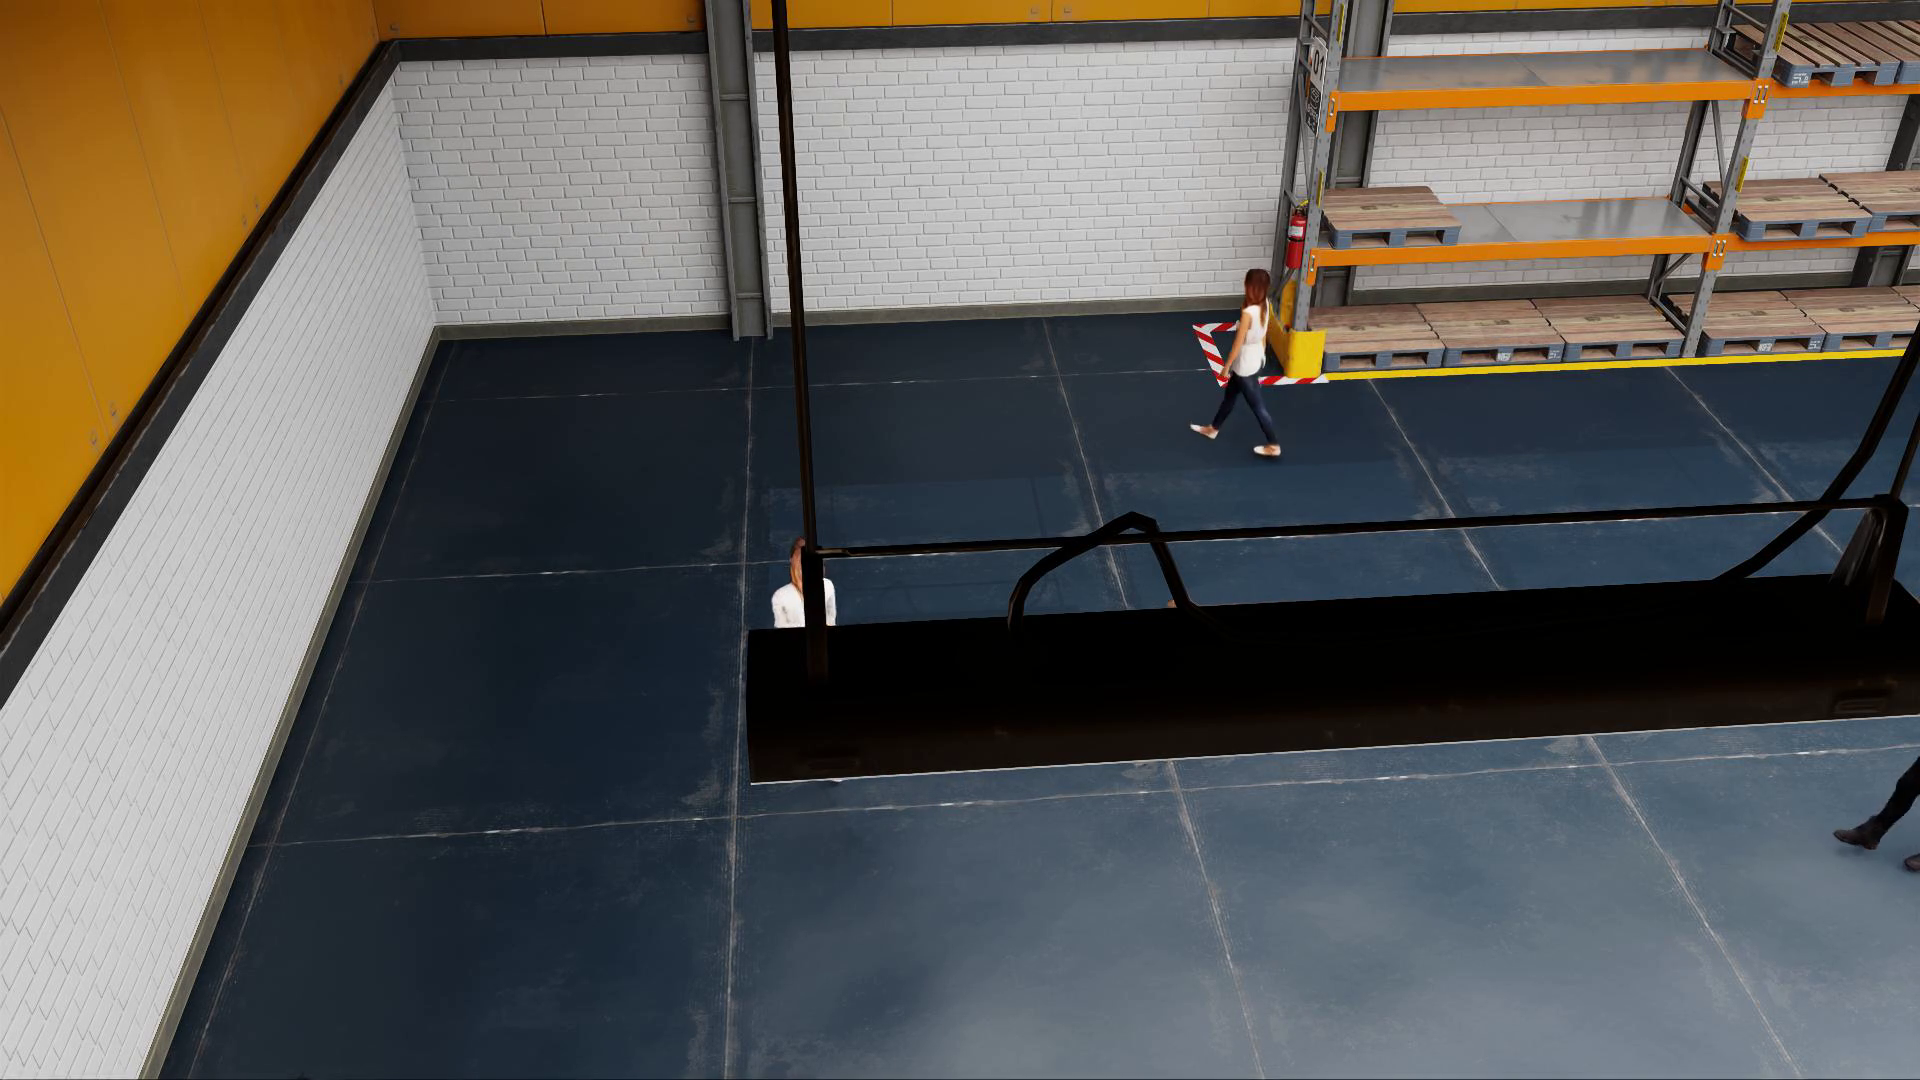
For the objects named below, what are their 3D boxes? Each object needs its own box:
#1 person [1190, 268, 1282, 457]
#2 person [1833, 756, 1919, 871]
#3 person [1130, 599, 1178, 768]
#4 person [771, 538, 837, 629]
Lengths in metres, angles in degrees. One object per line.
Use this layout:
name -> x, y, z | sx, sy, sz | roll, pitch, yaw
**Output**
person -> 2.604, -1.490, 14.508 | 1.190, 1.737, 1.013 | 17, 37, 24
person -> 6.210, 1.345, 10.227 | 0.921, 1.754, 0.682 | 0, 34, -1
person -> 1.512, 0.918, 11.298 | 0.937, 1.280, 0.767 | -22, 39, -29
person -> -0.980, 0.809, 11.109 | 1.174, 1.669, 0.916 | -13, 36, -19
